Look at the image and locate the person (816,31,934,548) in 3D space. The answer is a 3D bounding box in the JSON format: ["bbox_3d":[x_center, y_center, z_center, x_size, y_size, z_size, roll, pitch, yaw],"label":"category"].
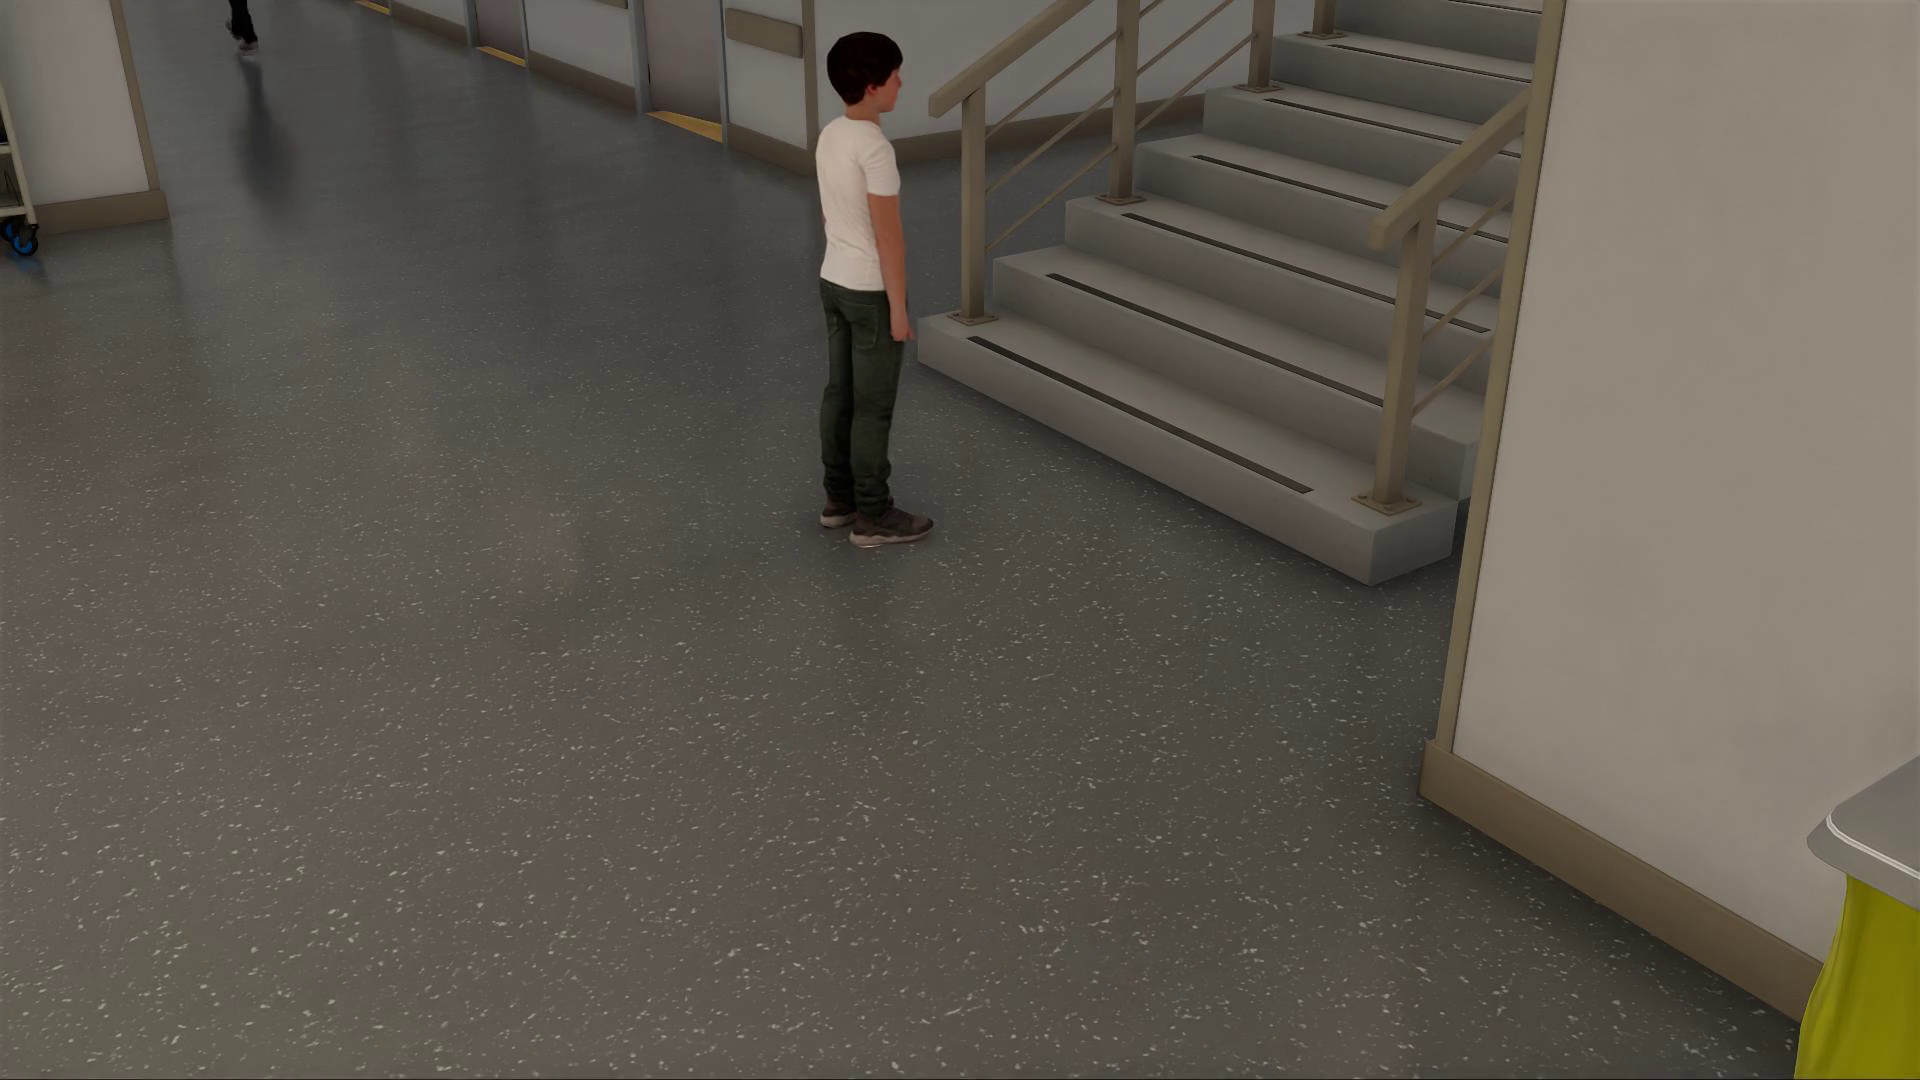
[{"bbox_3d":[-0.314,-0.798,5.395,0.551,1.654,0.585,-15,29,-28],"label":"person"}]
